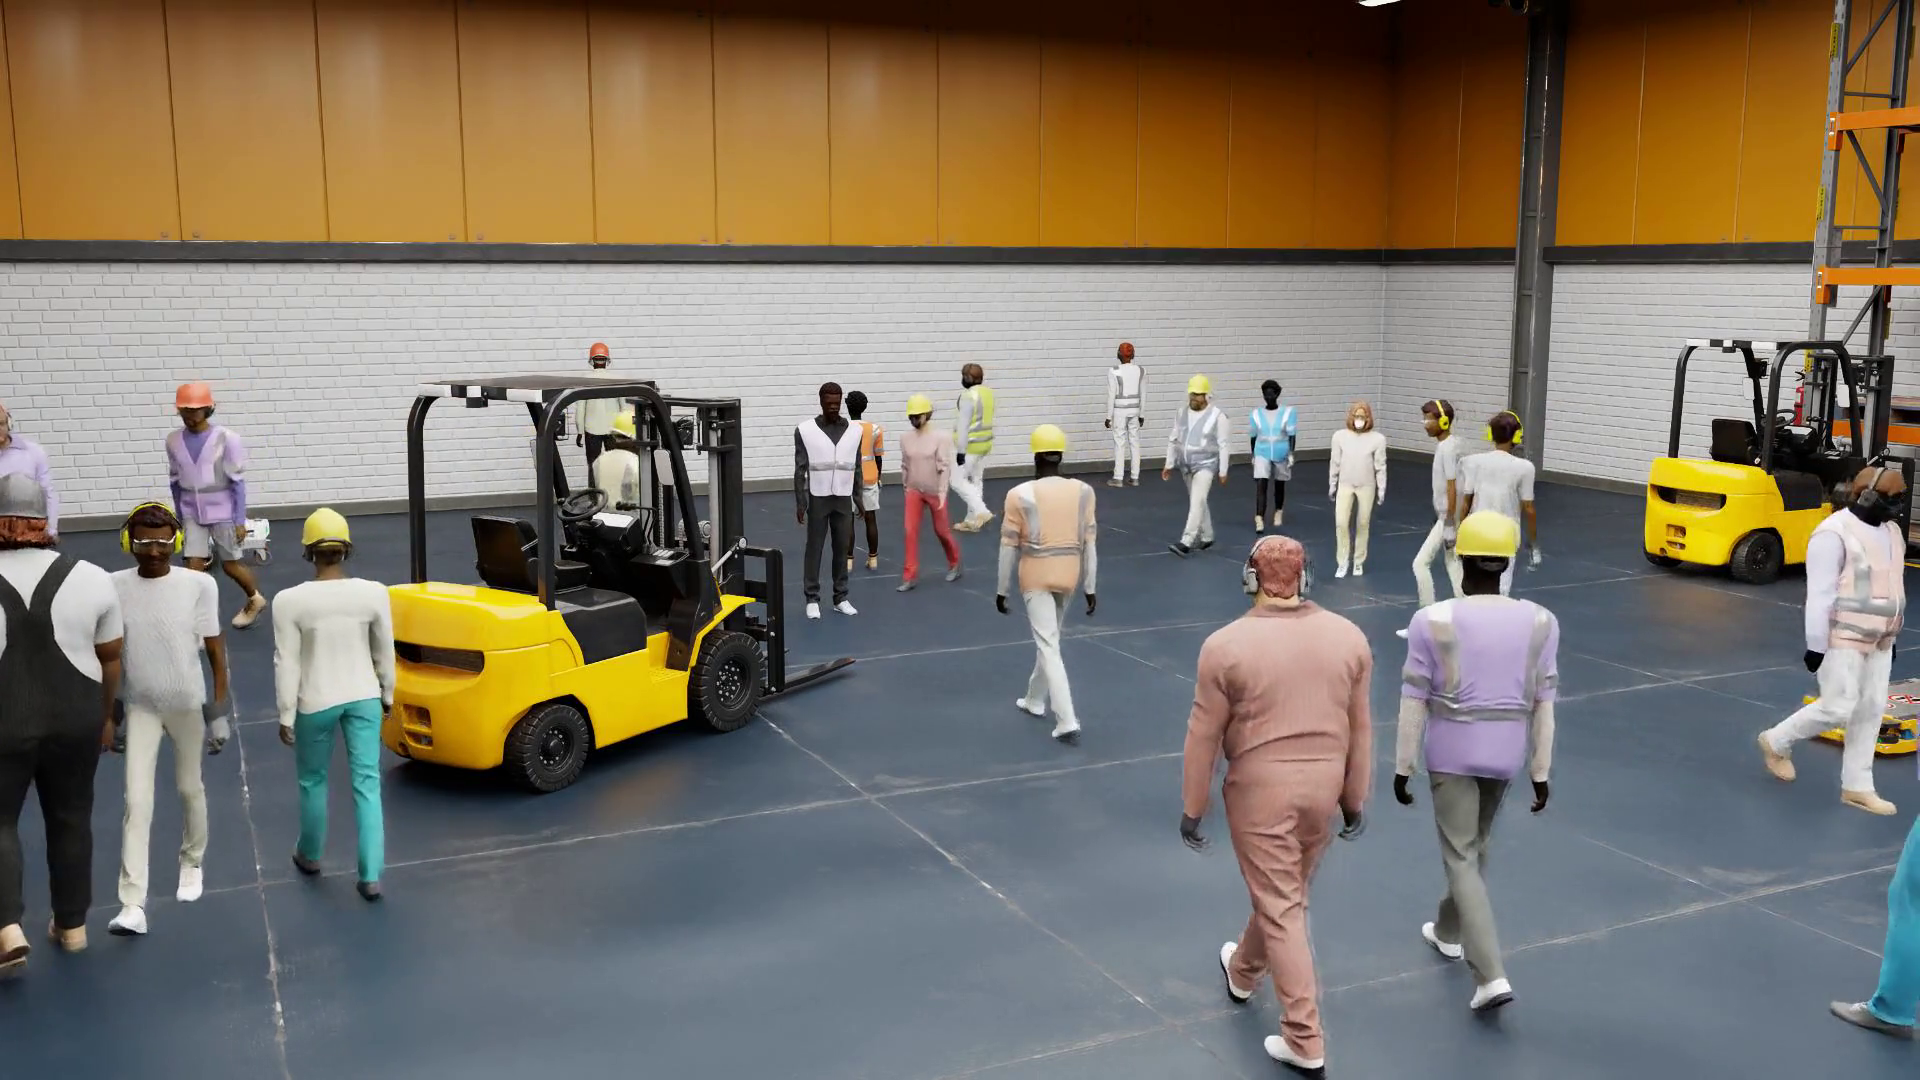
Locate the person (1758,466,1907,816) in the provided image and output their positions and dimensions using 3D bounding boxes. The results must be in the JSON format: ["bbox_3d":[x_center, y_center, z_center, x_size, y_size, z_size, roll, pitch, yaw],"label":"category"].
[{"bbox_3d":[4.620,0.501,8.719,0.638,1.812,0.641,-5,10,-28],"label":"person"}]

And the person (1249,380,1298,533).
[{"bbox_3d":[3.384,-0.913,17.993,0.530,1.642,0.918,2,9,14],"label":"person"}]

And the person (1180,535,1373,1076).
[{"bbox_3d":[1.117,0.908,6.025,0.680,1.845,0.944,-3,10,-16],"label":"person"}]

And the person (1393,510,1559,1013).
[{"bbox_3d":[2.001,0.828,6.425,0.596,1.891,0.930,-1,9,-6],"label":"person"}]

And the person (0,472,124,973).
[{"bbox_3d":[-3.723,0.712,6.666,0.706,2.000,0.598,-7,11,-36],"label":"person"}]

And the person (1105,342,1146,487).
[{"bbox_3d":[2.157,-1.635,21.713,0.584,1.882,0.346,-4,10,-25],"label":"person"}]

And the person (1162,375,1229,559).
[{"bbox_3d":[2.290,-0.724,16.364,0.934,1.780,0.597,-9,13,-44],"label":"person"}]

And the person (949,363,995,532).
[{"bbox_3d":[0.137,-0.978,17.793,0.433,1.832,0.654,5,10,26],"label":"person"}]

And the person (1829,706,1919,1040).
[{"bbox_3d":[3.610,0.963,5.838,0.558,1.811,0.826,-7,11,-37],"label":"person"}]

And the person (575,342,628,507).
[{"bbox_3d":[-4.092,-1.255,19.013,0.622,1.993,0.382,-4,10,-25],"label":"person"}]

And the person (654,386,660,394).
[{"bbox_3d":[-3.268,-0.820,17.454,0.400,1.624,0.533,1,9,6],"label":"person"}]

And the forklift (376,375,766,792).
[{"bbox_3d":[-2.268,0.149,9.685,1.214,2.155,2.313,6,11,32],"label":"forklift"}]

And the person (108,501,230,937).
[{"bbox_3d":[-3.412,0.753,7.097,0.539,1.817,0.953,-3,9,-15],"label":"person"}]

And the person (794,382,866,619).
[{"bbox_3d":[-1.063,-0.330,13.518,0.597,1.915,0.370,-4,10,-25],"label":"person"}]

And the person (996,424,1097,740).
[{"bbox_3d":[0.541,0.239,10.105,0.602,1.885,0.971,-4,10,-23],"label":"person"}]

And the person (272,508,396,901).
[{"bbox_3d":[-2.839,0.722,7.543,0.543,1.739,0.831,-6,11,-33],"label":"person"}]

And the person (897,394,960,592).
[{"bbox_3d":[-0.272,-0.439,14.766,0.526,1.730,0.818,4,10,24],"label":"person"}]

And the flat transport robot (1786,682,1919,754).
[{"bbox_3d":[5.783,1.046,10.072,1.431,0.197,0.652,-4,10,-25],"label":"flat transport robot"}]

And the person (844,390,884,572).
[{"bbox_3d":[-0.964,-0.545,15.531,0.541,1.696,0.315,-4,10,-25],"label":"person"}]

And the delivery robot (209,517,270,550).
[{"bbox_3d":[-6.940,-0.065,15.794,0.707,0.478,0.477,-4,10,-25],"label":"delivery robot"}]

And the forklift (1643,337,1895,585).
[{"bbox_3d":[7.551,-0.789,15.507,2.313,2.155,1.214,-4,10,-25],"label":"forklift"}]

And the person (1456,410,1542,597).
[{"bbox_3d":[3.747,0.031,11.490,0.575,1.847,0.542,-8,12,-41],"label":"person"}]

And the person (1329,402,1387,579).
[{"bbox_3d":[3.614,-0.446,15.144,0.521,1.607,0.641,3,10,19],"label":"person"}]

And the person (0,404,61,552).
[{"bbox_3d":[-6.913,-0.071,12.054,0.642,1.878,0.909,-8,12,-40],"label":"person"}]

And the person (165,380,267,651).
[{"bbox_3d":[-5.620,-0.217,12.552,0.610,2.014,0.880,0,9,2],"label":"person"}]

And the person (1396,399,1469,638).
[{"bbox_3d":[3.612,-0.148,12.611,0.706,1.834,0.589,3,10,19],"label":"person"}]

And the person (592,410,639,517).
[{"bbox_3d":[-2.474,-0.044,12.121,0.597,1.807,0.828,7,11,36],"label":"person"}]
